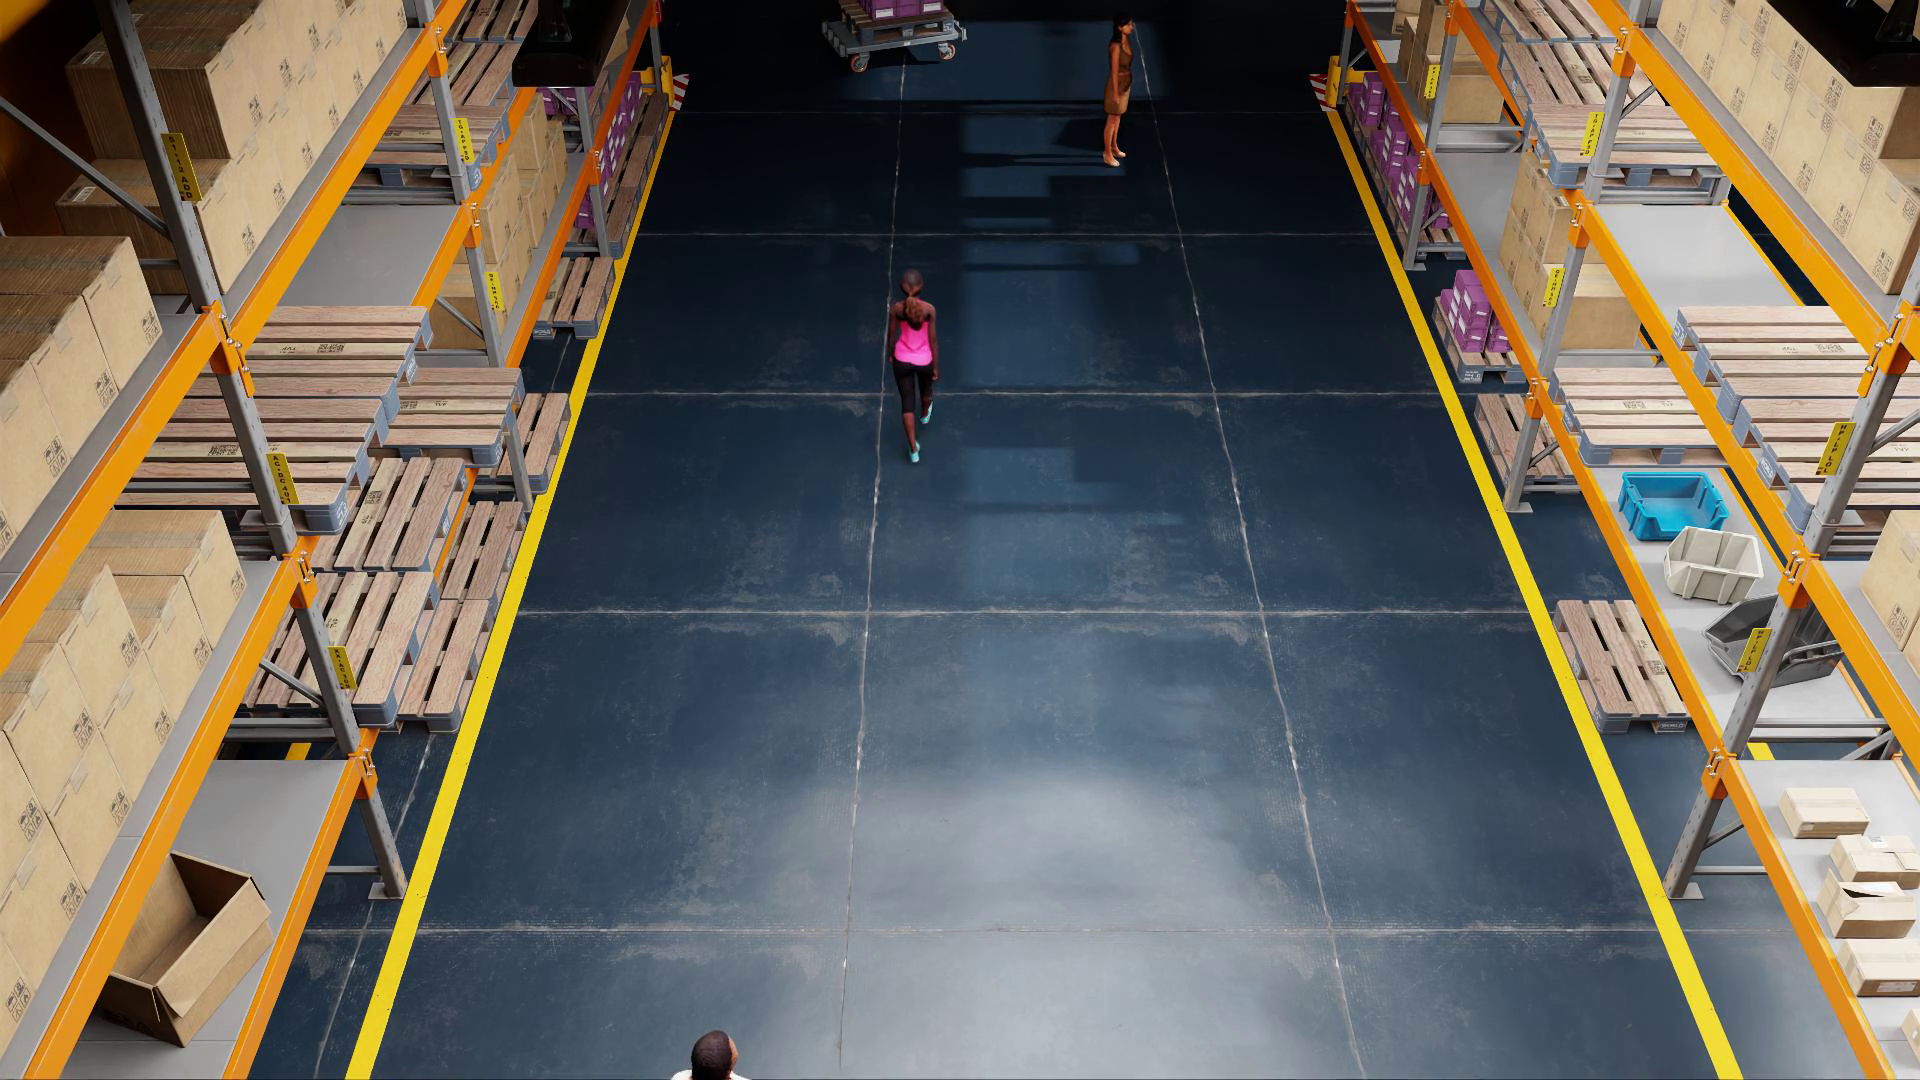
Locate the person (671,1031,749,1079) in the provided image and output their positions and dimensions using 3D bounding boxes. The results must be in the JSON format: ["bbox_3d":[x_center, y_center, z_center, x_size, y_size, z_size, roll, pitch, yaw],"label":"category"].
[{"bbox_3d":[-1.190,3.061,8.207,0.973,1.642,1.190,17,42,20],"label":"person"}]

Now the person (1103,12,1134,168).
[{"bbox_3d":[1.726,-4.940,18.187,0.695,1.690,0.567,14,41,17],"label":"person"}]

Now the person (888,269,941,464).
[{"bbox_3d":[-0.390,-1.402,13.756,0.593,1.691,0.988,1,39,1],"label":"person"}]
